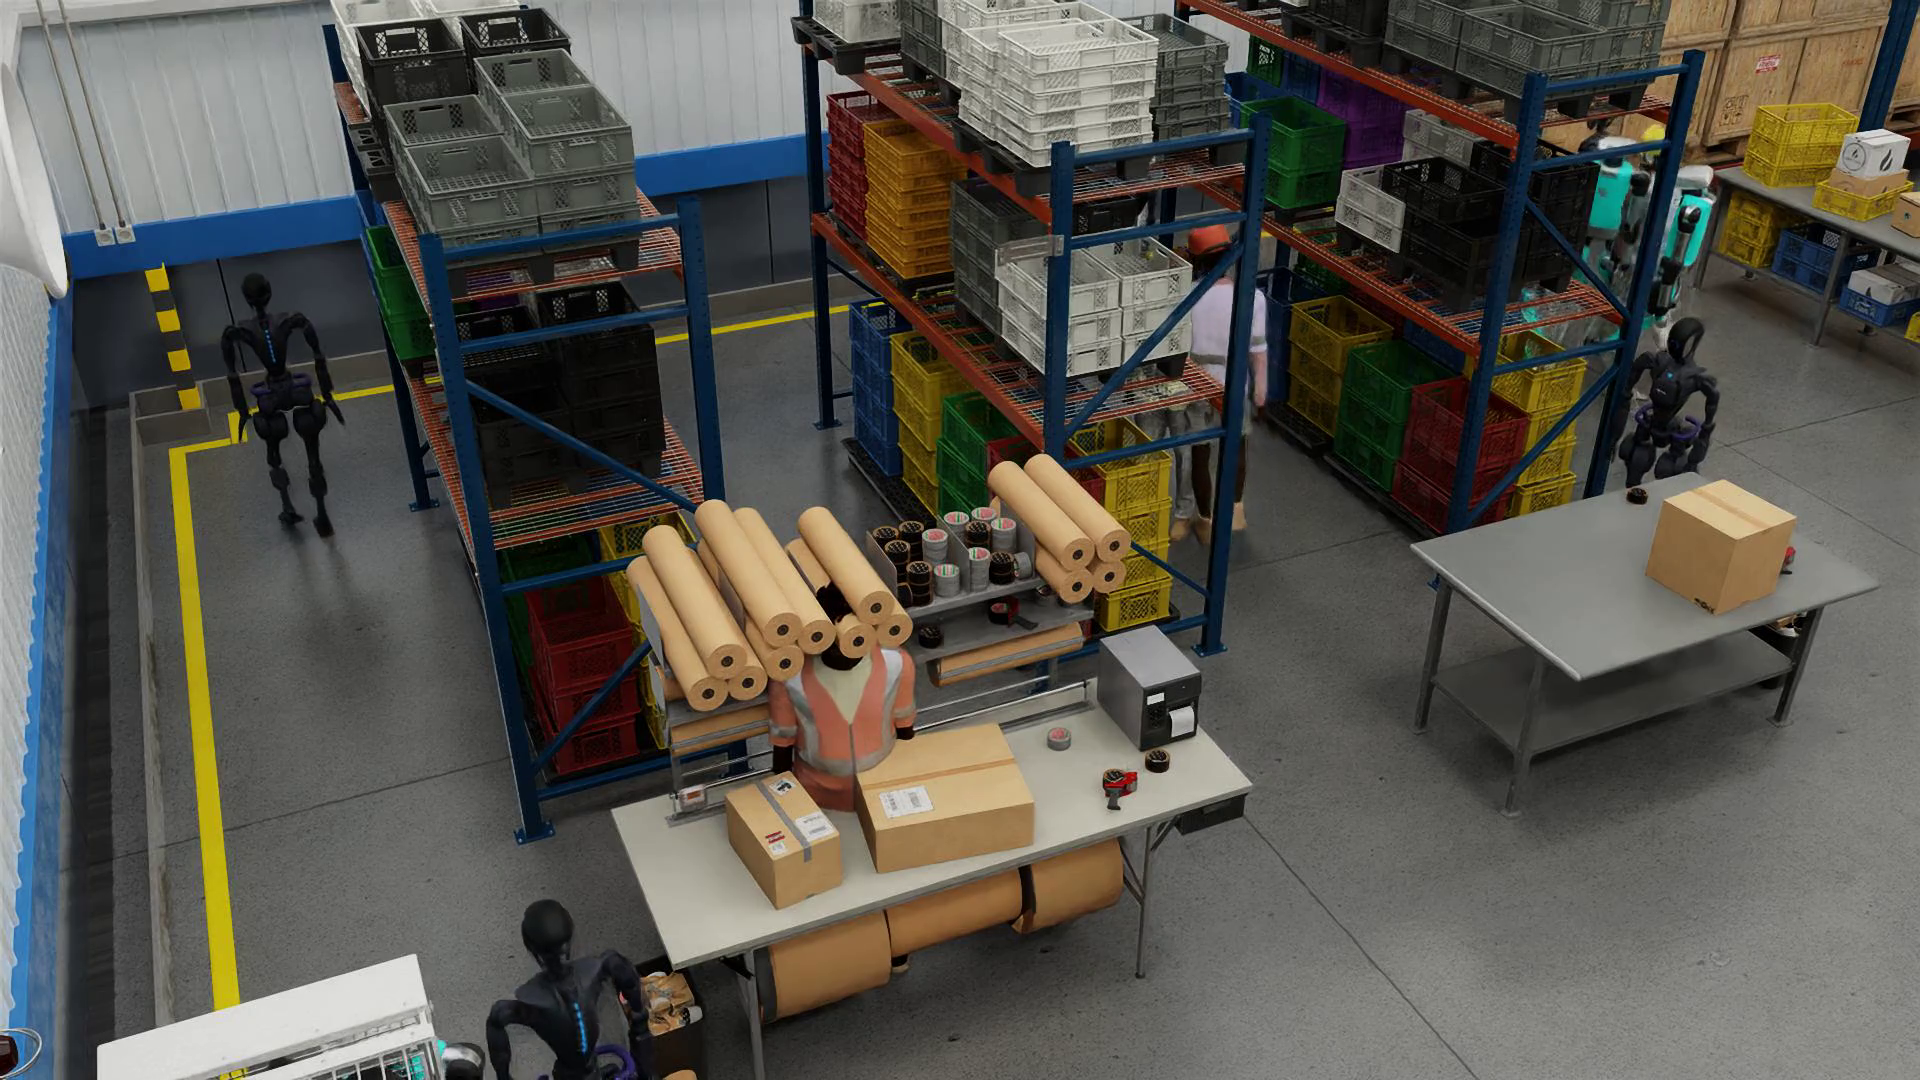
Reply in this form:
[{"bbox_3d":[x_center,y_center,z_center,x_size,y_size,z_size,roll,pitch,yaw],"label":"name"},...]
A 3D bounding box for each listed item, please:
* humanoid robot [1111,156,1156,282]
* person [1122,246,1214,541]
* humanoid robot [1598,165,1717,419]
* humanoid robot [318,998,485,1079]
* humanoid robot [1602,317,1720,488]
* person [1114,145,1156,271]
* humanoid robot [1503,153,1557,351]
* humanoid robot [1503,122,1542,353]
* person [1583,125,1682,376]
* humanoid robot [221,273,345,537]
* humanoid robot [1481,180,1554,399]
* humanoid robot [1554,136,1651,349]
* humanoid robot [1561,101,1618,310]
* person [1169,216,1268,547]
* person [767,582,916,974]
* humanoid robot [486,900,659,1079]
[{"bbox_3d":[1.229,-2.194,12.223,0.777,1.624,0.612,-16,35,-24],"label":"humanoid robot"},{"bbox_3d":[1.248,-0.870,9.883,0.626,1.844,0.429,17,36,26],"label":"person"},{"bbox_3d":[4.622,-1.707,11.305,0.674,1.772,0.541,17,36,26],"label":"humanoid robot"},{"bbox_3d":[-1.689,2.265,4.979,0.565,1.859,0.814,1,32,1],"label":"humanoid robot"},{"bbox_3d":[4.009,-0.547,9.516,0.417,1.634,0.589,-27,41,-37],"label":"humanoid robot"},{"bbox_3d":[1.368,-2.979,13.267,0.357,1.886,0.572,12,34,18],"label":"person"},{"bbox_3d":[3.974,-1.909,11.722,0.602,1.656,0.350,-17,36,-26],"label":"humanoid robot"},{"bbox_3d":[3.950,-2.016,11.899,0.537,1.859,0.652,-15,35,-22],"label":"humanoid robot"},{"bbox_3d":[4.901,-2.033,11.821,0.611,1.790,0.811,-8,32,-12],"label":"person"},{"bbox_3d":[-4.016,-0.795,9.916,0.610,1.644,0.403,-16,35,-23],"label":"humanoid robot"},{"bbox_3d":[3.809,-1.543,11.153,0.534,1.839,0.784,-15,35,-23],"label":"humanoid robot"},{"bbox_3d":[4.603,-2.073,11.953,0.547,1.791,0.774,19,36,28],"label":"humanoid robot"},{"bbox_3d":[4.833,-2.552,12.766,0.343,1.641,0.601,14,34,22],"label":"humanoid robot"},{"bbox_3d":[1.475,-0.911,9.802,0.649,2.005,0.488,6,32,9],"label":"person"},{"bbox_3d":[-0.460,0.991,6.752,0.603,1.957,0.369,-8,33,-13],"label":"person"},{"bbox_3d":[-1.267,1.889,5.561,0.609,1.645,0.331,-23,38,-32],"label":"humanoid robot"}]
